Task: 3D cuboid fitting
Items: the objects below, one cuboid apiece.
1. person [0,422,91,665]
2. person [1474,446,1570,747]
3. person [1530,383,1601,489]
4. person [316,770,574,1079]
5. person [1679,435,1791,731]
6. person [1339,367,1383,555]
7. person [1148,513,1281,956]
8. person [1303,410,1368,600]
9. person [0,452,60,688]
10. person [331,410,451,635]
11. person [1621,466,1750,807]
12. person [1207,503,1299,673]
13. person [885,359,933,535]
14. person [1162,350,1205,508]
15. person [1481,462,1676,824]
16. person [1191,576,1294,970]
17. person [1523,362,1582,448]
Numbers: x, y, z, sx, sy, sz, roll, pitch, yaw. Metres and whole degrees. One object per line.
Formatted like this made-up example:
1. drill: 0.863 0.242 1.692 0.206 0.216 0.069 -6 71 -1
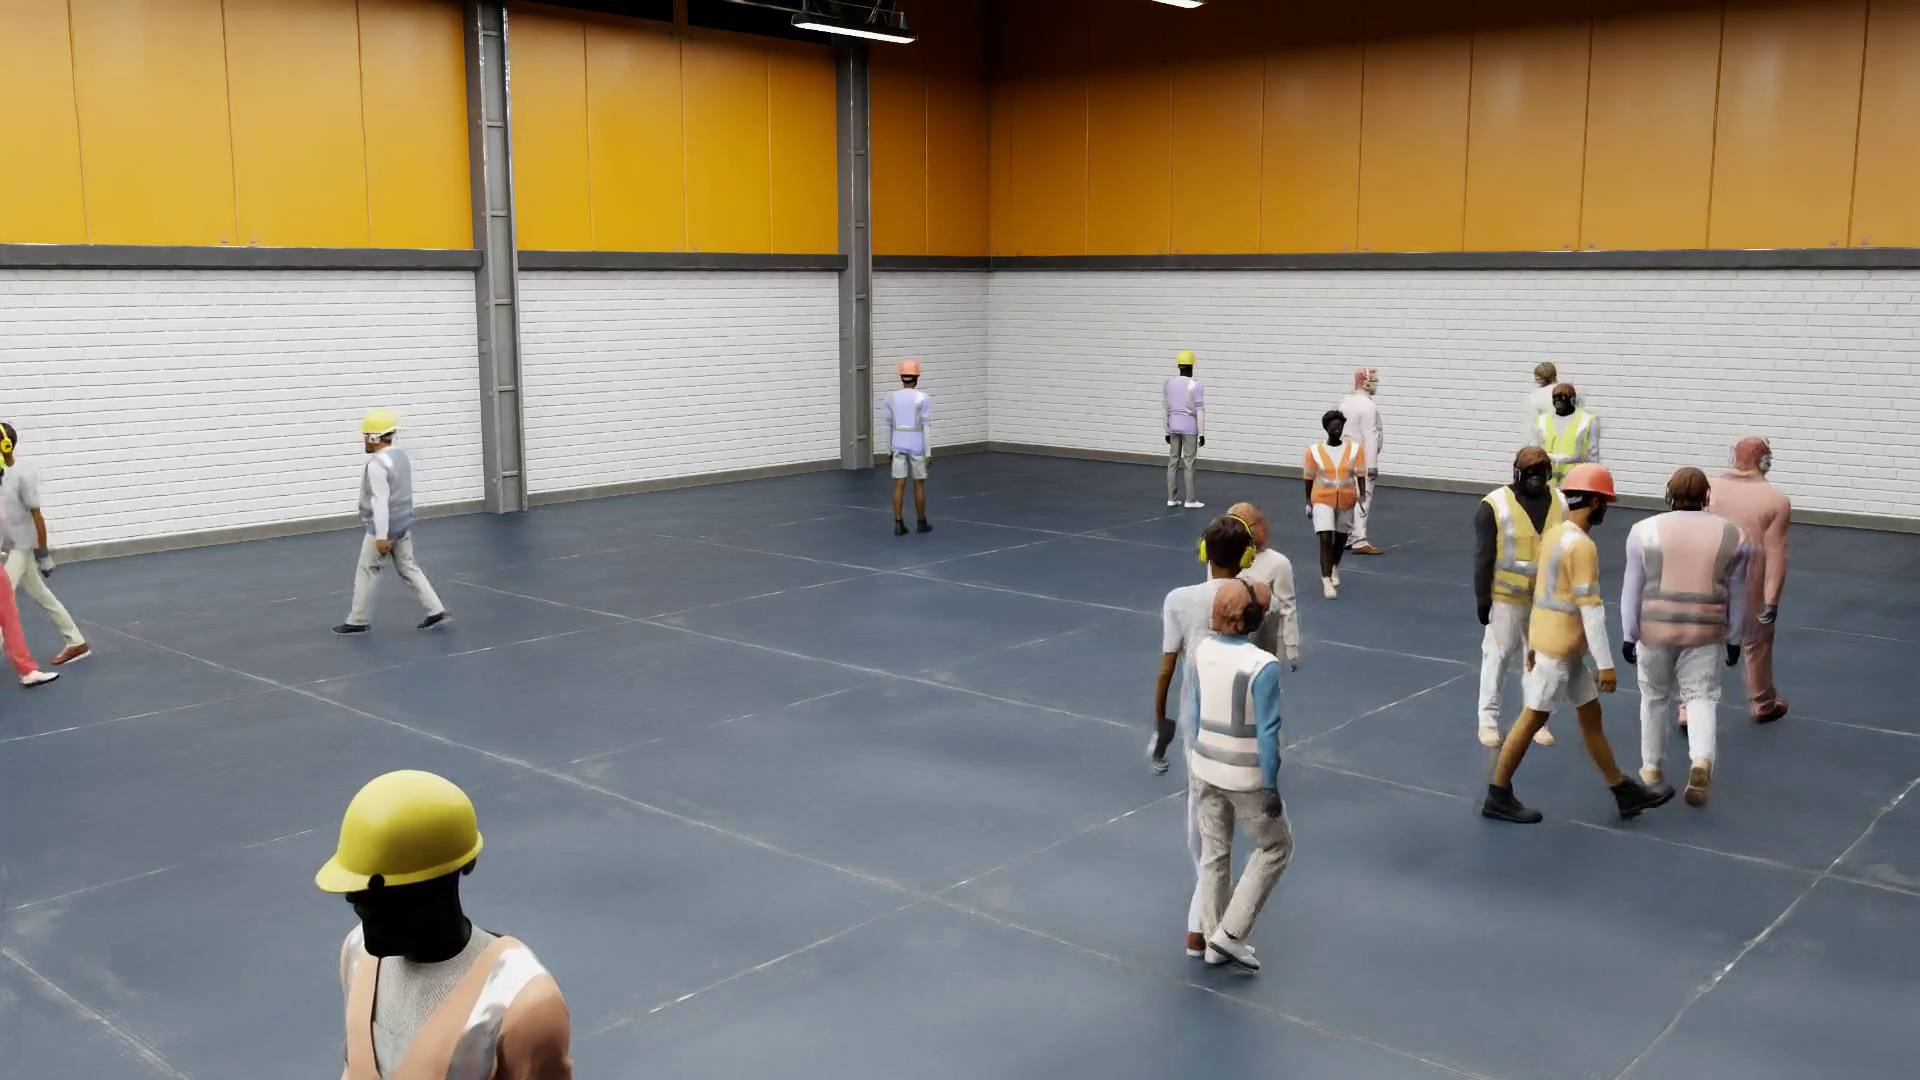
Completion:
1. person: -6.714 0.061 11.809 0.501 1.815 1.025 6 11 35
2. person: 3.392 0.343 9.993 0.637 1.833 0.433 -1 9 -4
3. person: 5.657 -0.560 15.642 0.660 1.830 0.451 7 11 36
4. person: -0.991 1.369 3.227 0.589 1.924 0.383 6 11 32
5. person: 4.834 0.272 10.338 0.998 1.857 0.654 -7 12 -38
6. person: 4.105 -0.807 16.949 0.403 1.906 0.651 -2 9 -12
7. person: 1.121 0.792 7.193 0.514 1.808 1.000 4 10 21
8. person: 3.329 -0.348 14.843 0.541 1.661 0.853 0 9 2
9. person: -6.616 0.200 11.270 0.942 1.688 0.533 1 9 6
10. person: -4.492 -0.134 13.085 0.896 1.794 0.606 1 9 5
11. person: 3.897 0.511 8.968 0.634 1.820 0.799 3 9 16
12. person: 1.548 0.601 9.040 0.512 1.604 0.649 9 12 43
13. person: -0.545 -1.015 18.187 0.544 1.937 0.402 3 10 19
14. person: 2.732 -1.347 20.262 0.587 1.930 0.361 8 12 40
15. person: 3.201 0.549 8.533 1.013 1.865 0.590 2 9 13
16. person: 1.128 0.953 6.741 0.370 1.625 0.536 -6 11 -31
17. person: 6.429 -0.969 18.012 0.694 1.906 0.391 -2 9 -14
